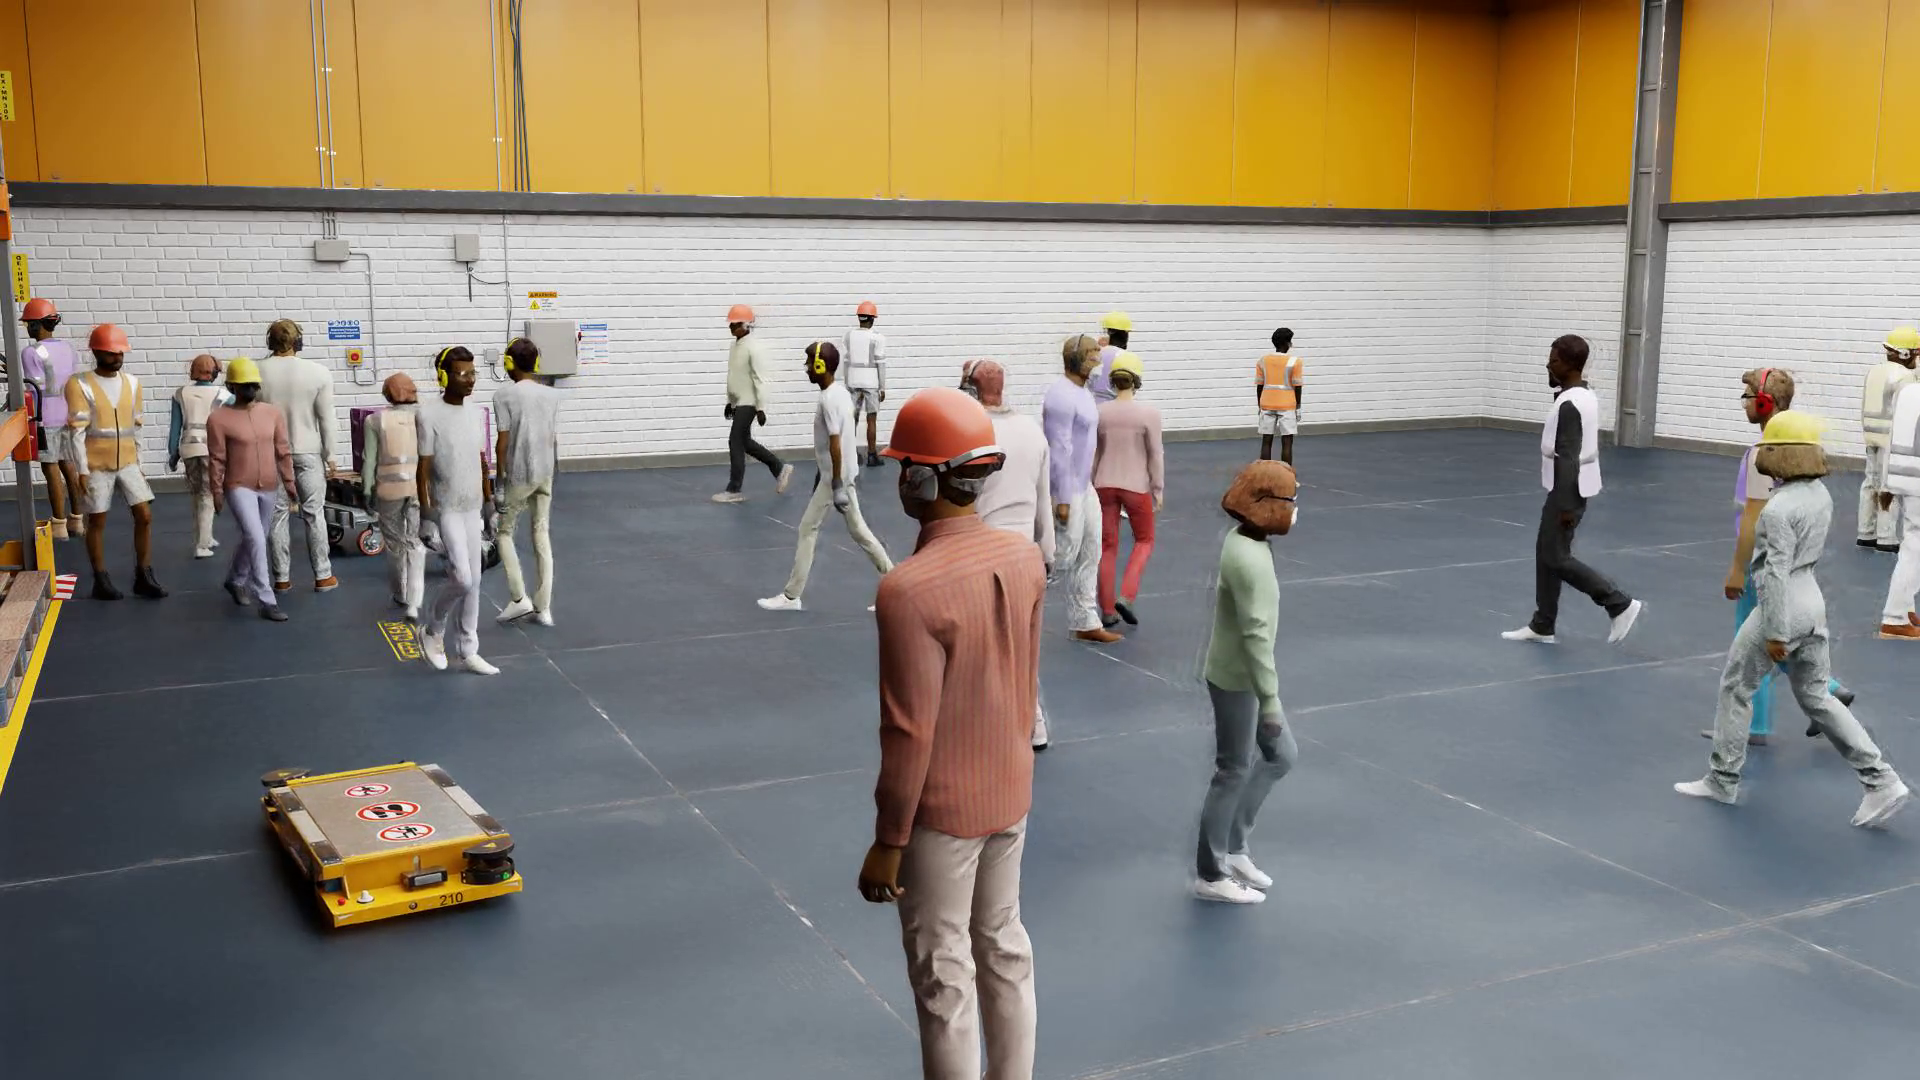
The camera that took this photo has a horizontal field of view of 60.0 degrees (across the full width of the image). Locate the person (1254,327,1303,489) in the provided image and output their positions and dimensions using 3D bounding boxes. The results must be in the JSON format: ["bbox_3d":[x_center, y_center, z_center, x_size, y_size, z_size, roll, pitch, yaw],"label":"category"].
[{"bbox_3d":[3.330,-1.370,17.366,0.536,1.690,0.325,7,11,36],"label":"person"}]

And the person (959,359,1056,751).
[{"bbox_3d":[0.103,0.054,8.056,1.016,1.842,0.661,9,13,44],"label":"person"}]

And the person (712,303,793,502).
[{"bbox_3d":[-2.067,-1.369,16.507,0.844,1.965,0.615,-5,10,-27],"label":"person"}]

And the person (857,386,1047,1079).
[{"bbox_3d":[-0.024,0.629,4.021,0.380,1.996,0.608,6,11,34],"label":"person"}]

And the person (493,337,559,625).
[{"bbox_3d":[-2.795,-0.367,10.674,0.489,1.843,0.533,9,13,44],"label":"person"}]

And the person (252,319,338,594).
[{"bbox_3d":[-4.710,-0.581,11.709,0.629,1.939,0.374,-2,9,-12],"label":"person"}]

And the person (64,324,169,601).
[{"bbox_3d":[-5.775,-0.510,11.363,0.704,1.912,0.574,7,11,35],"label":"person"}]

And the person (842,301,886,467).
[{"bbox_3d":[-1.100,-1.816,19.405,0.540,1.929,0.380,3,10,20],"label":"person"}]

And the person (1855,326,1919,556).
[{"bbox_3d":[7.484,-0.794,13.357,0.403,1.830,0.599,0,9,-2],"label":"person"}]

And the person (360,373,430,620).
[{"bbox_3d":[-3.670,-0.295,10.958,0.523,1.589,0.819,-3,10,-19],"label":"person"}]

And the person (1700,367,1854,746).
[{"bbox_3d":[3.878,0.103,7.841,0.529,1.825,0.565,8,12,40],"label":"person"}]

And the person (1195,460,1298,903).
[{"bbox_3d":[1.032,0.514,5.892,0.419,1.613,0.537,2,9,9],"label":"person"}]

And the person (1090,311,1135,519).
[{"bbox_3d":[1.408,-1.123,15.175,0.416,1.913,0.585,-7,12,-37],"label":"person"}]

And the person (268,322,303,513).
[{"bbox_3d":[-6.318,-1.128,15.478,0.477,1.814,0.519,-2,9,-11],"label":"person"}]

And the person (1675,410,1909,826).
[{"bbox_3d":[3.496,0.318,6.875,0.475,1.704,0.837,-7,11,-37],"label":"person"}]

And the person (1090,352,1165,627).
[{"bbox_3d":[1.048,-0.316,10.614,0.556,1.747,0.407,4,10,26],"label":"person"}]

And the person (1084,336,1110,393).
[{"bbox_3d":[1.413,-1.260,16.907,0.507,1.615,0.582,6,11,31],"label":"person"}]

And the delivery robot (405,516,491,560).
[{"bbox_3d":[-3.862,-0.060,12.462,0.707,0.478,0.477,0,9,1],"label":"delivery robot"}]

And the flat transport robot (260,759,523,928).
[{"bbox_3d":[-2.217,1.109,6.378,0.652,0.197,1.431,-6,11,-31],"label":"flat transport robot"}]

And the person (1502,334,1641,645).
[{"bbox_3d":[3.700,-0.280,9.973,0.713,1.900,0.595,4,10,25],"label":"person"}]

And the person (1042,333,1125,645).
[{"bbox_3d":[0.579,-0.300,10.074,0.789,1.913,0.652,3,10,18],"label":"person"}]

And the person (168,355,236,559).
[{"bbox_3d":[-6.008,-0.675,13.312,0.508,1.604,0.710,1,9,4],"label":"person"}]

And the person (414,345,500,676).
[{"bbox_3d":[-2.796,-0.153,9.286,0.412,1.860,0.544,5,10,27],"label":"person"}]

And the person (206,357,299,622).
[{"bbox_3d":[-4.727,-0.360,11.000,0.892,1.725,0.517,7,11,35],"label":"person"}]

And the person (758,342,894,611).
[{"bbox_3d":[-0.810,-0.407,11.065,1.002,1.821,0.499,2,9,13],"label":"person"}]

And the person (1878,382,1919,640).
[{"bbox_3d":[5.918,-0.297,10.157,0.531,1.864,0.614,0,9,0],"label":"person"}]

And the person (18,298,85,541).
[{"bbox_3d":[-7.676,-1.005,14.013,0.377,2.044,0.607,1,9,4],"label":"person"}]
